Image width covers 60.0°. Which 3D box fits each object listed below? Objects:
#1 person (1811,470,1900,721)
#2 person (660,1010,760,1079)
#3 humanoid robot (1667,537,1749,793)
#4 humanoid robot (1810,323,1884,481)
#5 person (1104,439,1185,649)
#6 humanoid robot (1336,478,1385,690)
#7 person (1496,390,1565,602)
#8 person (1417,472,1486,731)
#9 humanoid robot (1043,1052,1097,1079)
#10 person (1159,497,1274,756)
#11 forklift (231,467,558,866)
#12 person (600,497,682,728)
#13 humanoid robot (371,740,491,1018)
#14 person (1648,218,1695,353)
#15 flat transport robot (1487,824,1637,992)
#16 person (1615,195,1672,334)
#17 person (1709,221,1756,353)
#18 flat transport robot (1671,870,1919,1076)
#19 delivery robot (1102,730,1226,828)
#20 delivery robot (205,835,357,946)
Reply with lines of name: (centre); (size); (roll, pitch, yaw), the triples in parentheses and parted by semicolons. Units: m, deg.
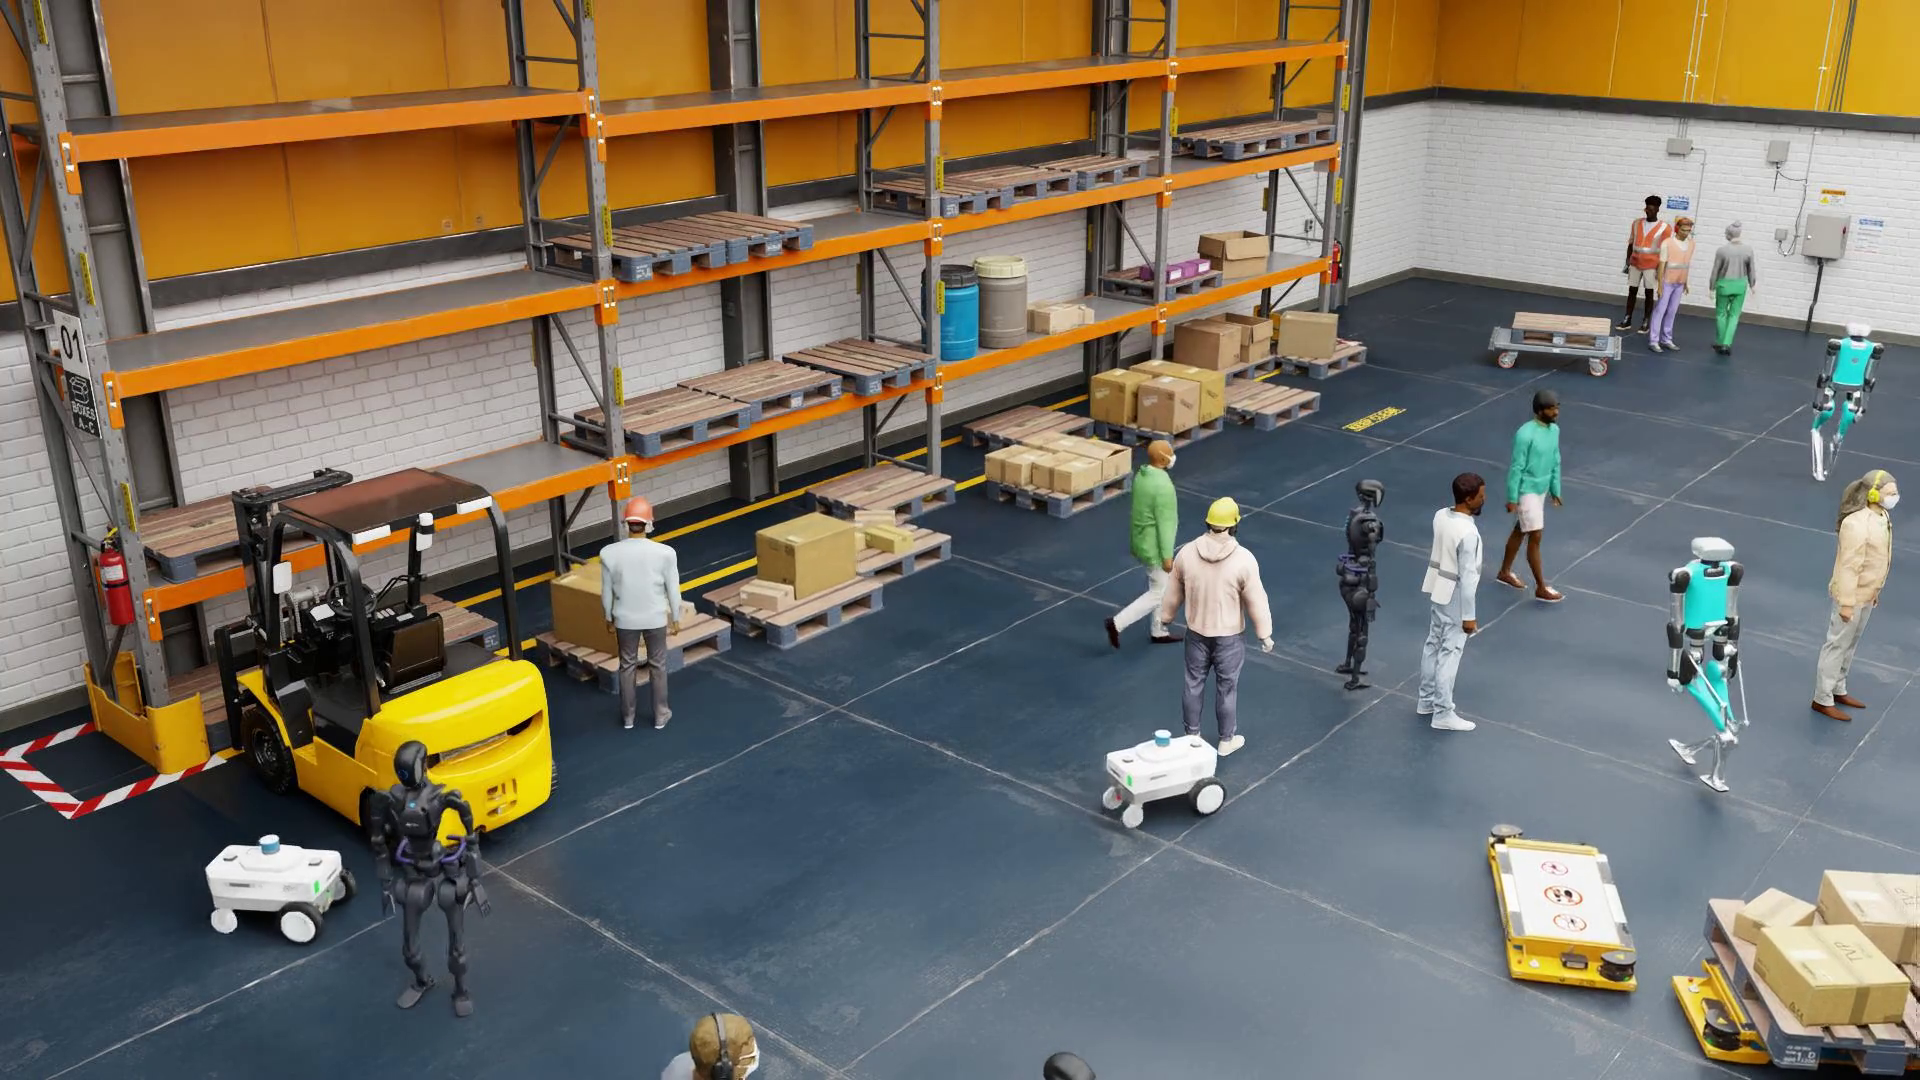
person: (6.551, 0.384, 12.194); (0.553, 1.877, 0.414); (-18, 27, -40)
person: (-0.815, 2.573, 6.223); (0.930, 1.895, 0.652); (-8, 22, -21)
humanoid robot: (5.012, 0.894, 11.004); (0.530, 1.744, 0.931); (-6, 21, -16)
humanoid robot: (9.129, -1.391, 17.348); (0.546, 1.891, 0.789); (5, 21, 13)
person: (1.502, 0.055, 13.244); (0.664, 1.760, 0.548); (-4, 21, -12)
humanoid robot: (3.049, 0.324, 12.627); (0.338, 1.648, 0.611); (-1, 20, -2)
person: (5.043, -0.372, 14.316); (0.529, 1.816, 0.860); (-15, 25, -35)
person: (3.549, 0.431, 12.001); (0.391, 1.920, 0.587); (-2, 20, -6)
humanoid robot: (0.366, 2.649, 6.417); (0.730, 1.649, 0.599); (15, 25, 35)
person: (1.771, 0.608, 11.596); (0.817, 1.865, 0.420); (9, 22, 23)
forklift: (-3.730, 0.710, 10.856); (2.313, 2.155, 1.214); (17, 26, 38)
person: (-2.286, 0.533, 11.987); (0.568, 1.737, 0.350); (-2, 20, -5)
humanoid robot: (-2.766, 1.767, 8.748); (0.594, 1.642, 0.397); (0, 20, -1)
person: (9.739, -3.495, 22.756); (0.563, 1.837, 0.393); (-9, 22, -22)
flat transport robot: (3.508, 2.137, 9.762); (0.659, 0.231, 1.431); (4, 21, 11)
person: (9.801, -3.949, 23.802); (0.367, 1.966, 0.602); (-18, 27, -40)
person: (10.520, -3.450, 22.645); (0.612, 1.826, 0.554); (5, 21, 13)
flat transport robot: (4.583, 2.514, 8.740); (1.431, 0.231, 0.659); (2, 20, 6)
delivery robot: (1.343, 1.547, 10.970); (0.814, 0.610, 0.499); (-9, 22, -23)
delivery robot: (-3.960, 2.016, 9.702); (0.803, 0.613, 0.499); (2, 20, 6)
